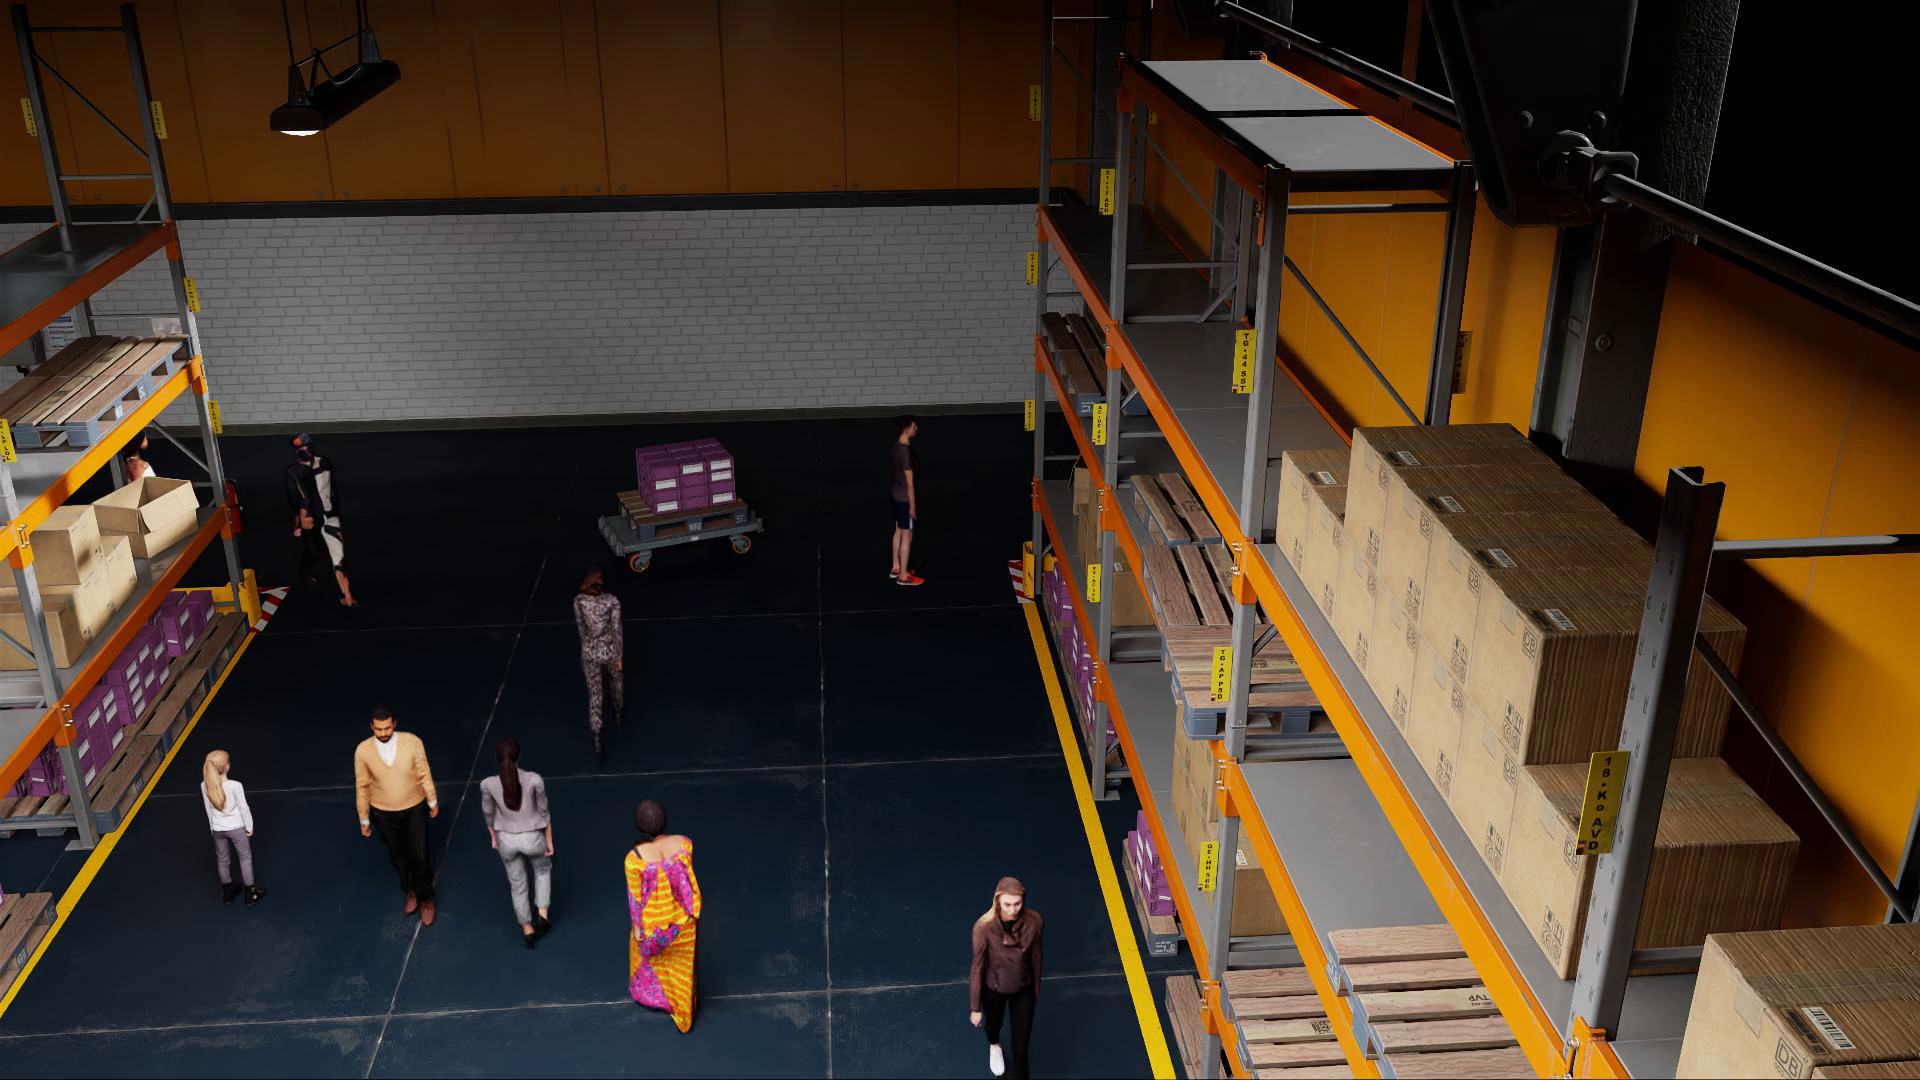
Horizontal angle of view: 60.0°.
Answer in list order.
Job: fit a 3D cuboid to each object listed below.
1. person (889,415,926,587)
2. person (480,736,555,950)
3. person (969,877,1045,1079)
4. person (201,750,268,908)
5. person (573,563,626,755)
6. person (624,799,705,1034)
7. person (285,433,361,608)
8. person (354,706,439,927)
[{"bbox_3d":[-0.587,-0.433,17.439,0.757,1.852,0.561,-7,25,-15],"label":"person"},{"bbox_3d":[-3.089,2.179,11.698,0.621,1.663,0.588,-3,24,-7],"label":"person"},{"bbox_3d":[0.274,2.772,10.348,0.659,1.659,1.109,-3,24,-7],"label":"person"},{"bbox_3d":[-5.414,2.126,12.301,0.504,1.277,0.520,1,24,3],"label":"person"},{"bbox_3d":[-3.110,1.041,14.285,0.599,1.678,1.142,-1,24,-1],"label":"person"},{"bbox_3d":[-1.942,2.489,11.008,0.812,1.649,0.931,-11,26,-23],"label":"person"},{"bbox_3d":[-6.593,-0.223,16.955,1.269,1.855,1.161,21,31,39],"label":"person"},{"bbox_3d":[-4.093,1.932,12.172,0.741,1.736,0.763,-5,24,-12],"label":"person"}]
